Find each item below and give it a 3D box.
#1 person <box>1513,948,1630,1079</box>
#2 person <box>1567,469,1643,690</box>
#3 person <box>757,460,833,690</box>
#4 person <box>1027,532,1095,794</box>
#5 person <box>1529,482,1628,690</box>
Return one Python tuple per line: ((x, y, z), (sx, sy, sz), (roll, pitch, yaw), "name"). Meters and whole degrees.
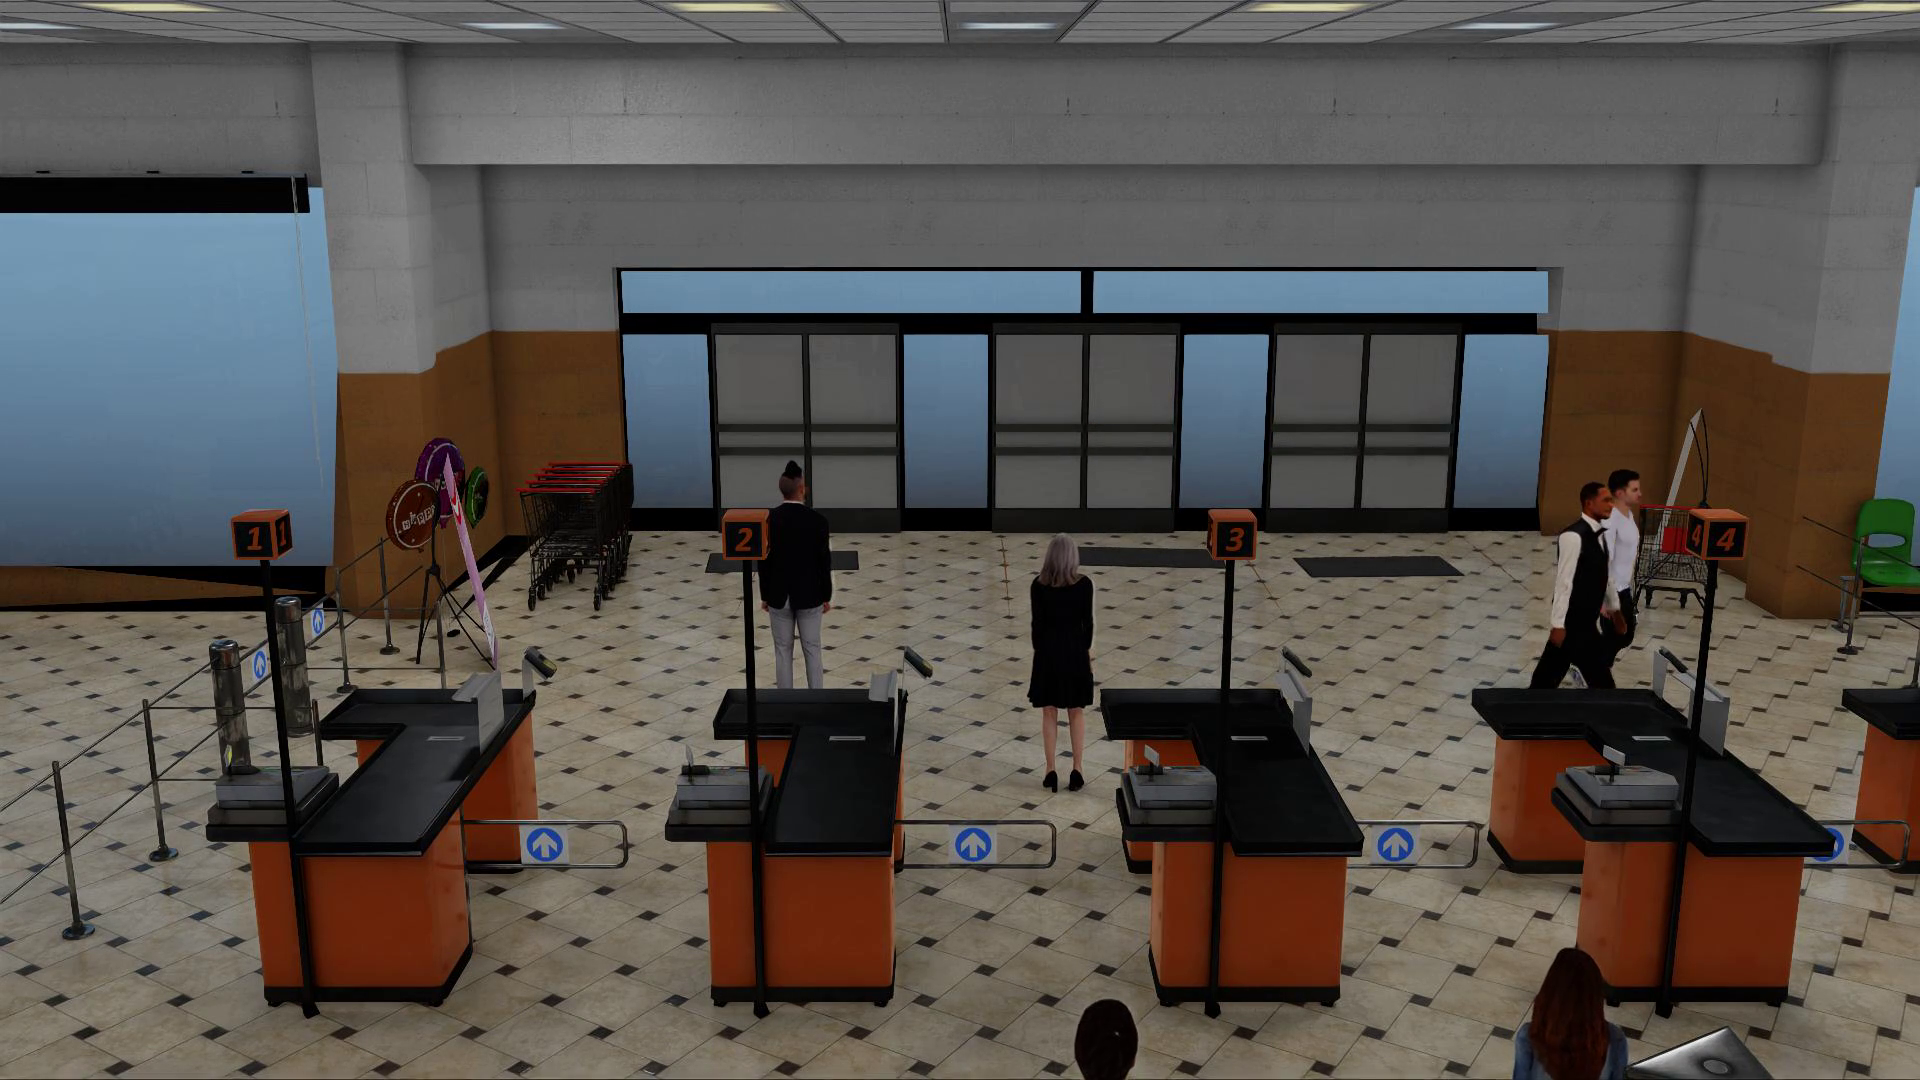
((2.148, 2.150, 5.944), (0.556, 1.477, 0.487), (0, 14, 2), "person")
((4.827, 0.429, 12.542), (0.994, 1.712, 0.943), (12, 18, 40), "person")
((-1.214, 0.374, 12.248), (0.693, 1.957, 0.579), (0, 14, 2), "person")
((0.669, 0.799, 10.942), (0.594, 1.747, 0.556), (0, 14, 2), "person")
((4.298, 0.526, 11.813), (1.278, 1.868, 1.277), (11, 17, 38), "person")
